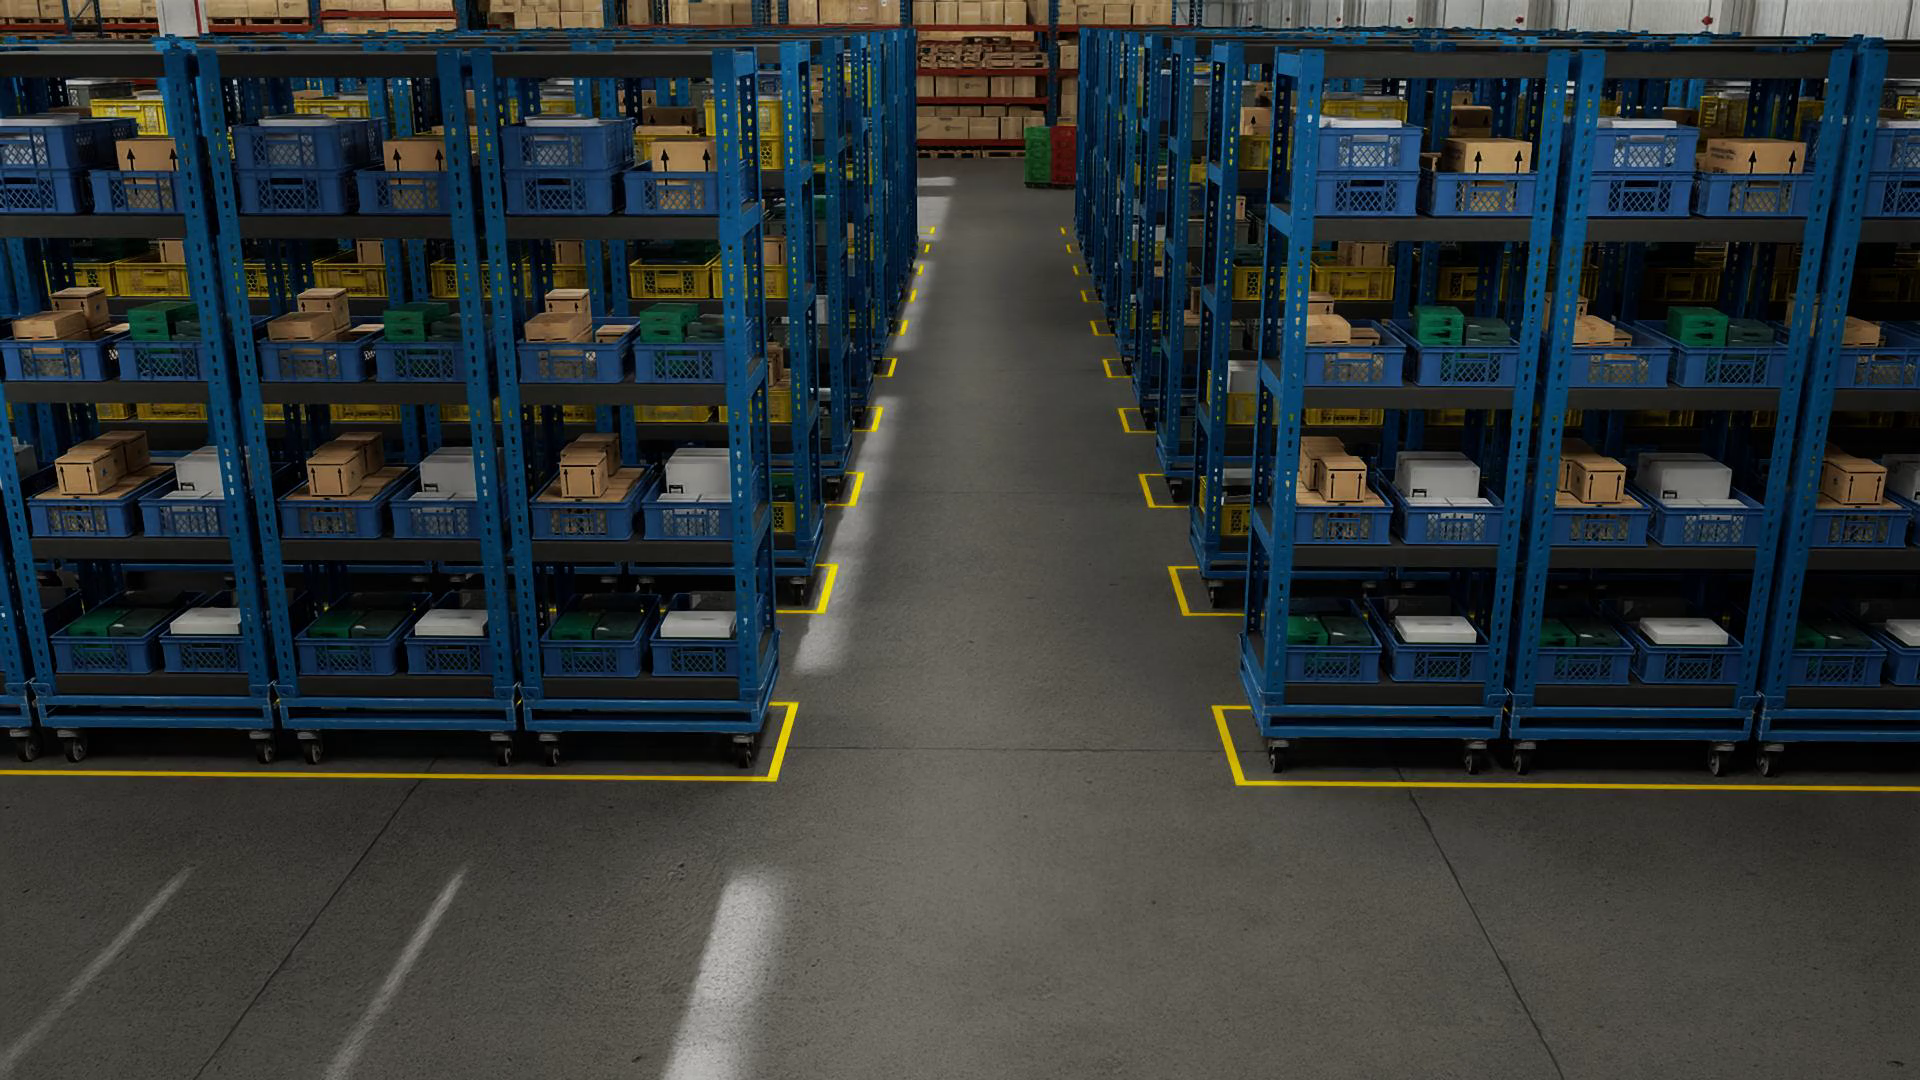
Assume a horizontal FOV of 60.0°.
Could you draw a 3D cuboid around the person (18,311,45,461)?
[{"bbox_3d":[-7.776,-1.388,13.810,0.604,1.815,0.641,0,17,0],"label":"person"}]
